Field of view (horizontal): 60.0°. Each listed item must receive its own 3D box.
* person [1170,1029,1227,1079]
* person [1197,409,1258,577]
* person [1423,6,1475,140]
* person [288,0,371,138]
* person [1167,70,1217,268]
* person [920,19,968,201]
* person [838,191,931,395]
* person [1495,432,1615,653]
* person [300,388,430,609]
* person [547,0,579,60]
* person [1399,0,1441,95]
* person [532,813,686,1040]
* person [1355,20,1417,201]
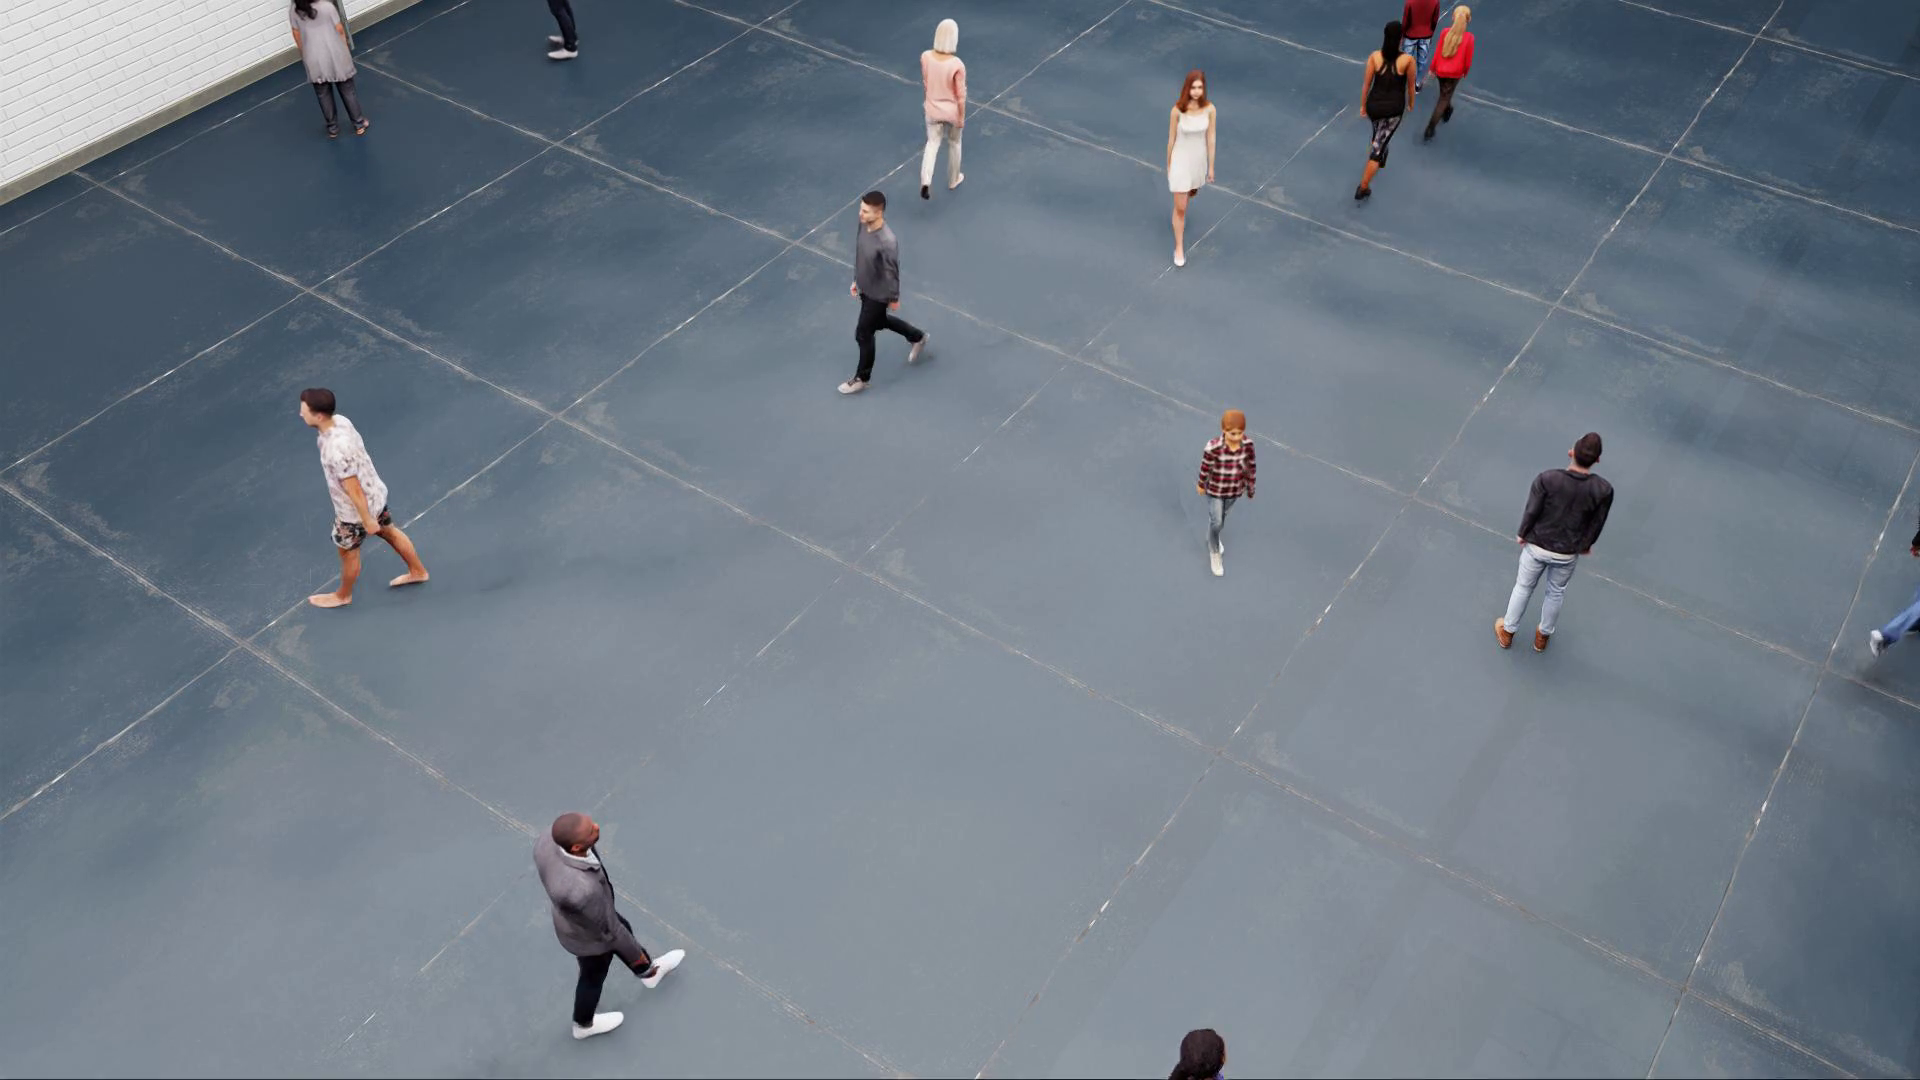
[{"bbox_3d":[1.070,2.900,7.867,0.884,1.722,0.724,12,45,12],"label":"person"},{"bbox_3d":[1.840,-0.434,11.678,0.759,1.291,0.812,-10,45,-11],"label":"person"},{"bbox_3d":[4.661,-4.437,15.911,0.518,1.248,0.901,26,50,25],"label":"person"},{"bbox_3d":[-6.049,-4.623,15.844,0.779,1.612,0.839,-7,44,-7],"label":"person"},{"bbox_3d":[1.984,-3.313,14.423,1.006,1.673,1.183,-1,44,-1],"label":"person"},{"bbox_3d":[-0.184,-3.830,14.941,0.734,1.708,0.978,16,46,16],"label":"person"},{"bbox_3d":[-0.590,-1.976,12.975,1.177,1.735,0.951,-20,47,-20],"label":"person"},{"bbox_3d":[3.862,0.029,10.796,0.730,1.837,0.697,8,44,8],"label":"person"},{"bbox_3d":[-3.947,-0.292,11.171,1.143,1.786,1.067,-9,44,-9],"label":"person"},{"bbox_3d":[-4.165,-5.844,16.938,0.839,1.869,0.750,-4,44,-4],"label":"person"},{"bbox_3d":[4.551,-5.029,16.527,0.588,1.256,0.633,-1,44,-1],"label":"person"},{"bbox_3d":[-2.023,2.057,8.701,1.115,1.792,0.993,-21,47,-20],"label":"person"},{"bbox_3d":[3.816,-3.853,15.031,0.658,1.617,1.138,21,48,21],"label":"person"}]
